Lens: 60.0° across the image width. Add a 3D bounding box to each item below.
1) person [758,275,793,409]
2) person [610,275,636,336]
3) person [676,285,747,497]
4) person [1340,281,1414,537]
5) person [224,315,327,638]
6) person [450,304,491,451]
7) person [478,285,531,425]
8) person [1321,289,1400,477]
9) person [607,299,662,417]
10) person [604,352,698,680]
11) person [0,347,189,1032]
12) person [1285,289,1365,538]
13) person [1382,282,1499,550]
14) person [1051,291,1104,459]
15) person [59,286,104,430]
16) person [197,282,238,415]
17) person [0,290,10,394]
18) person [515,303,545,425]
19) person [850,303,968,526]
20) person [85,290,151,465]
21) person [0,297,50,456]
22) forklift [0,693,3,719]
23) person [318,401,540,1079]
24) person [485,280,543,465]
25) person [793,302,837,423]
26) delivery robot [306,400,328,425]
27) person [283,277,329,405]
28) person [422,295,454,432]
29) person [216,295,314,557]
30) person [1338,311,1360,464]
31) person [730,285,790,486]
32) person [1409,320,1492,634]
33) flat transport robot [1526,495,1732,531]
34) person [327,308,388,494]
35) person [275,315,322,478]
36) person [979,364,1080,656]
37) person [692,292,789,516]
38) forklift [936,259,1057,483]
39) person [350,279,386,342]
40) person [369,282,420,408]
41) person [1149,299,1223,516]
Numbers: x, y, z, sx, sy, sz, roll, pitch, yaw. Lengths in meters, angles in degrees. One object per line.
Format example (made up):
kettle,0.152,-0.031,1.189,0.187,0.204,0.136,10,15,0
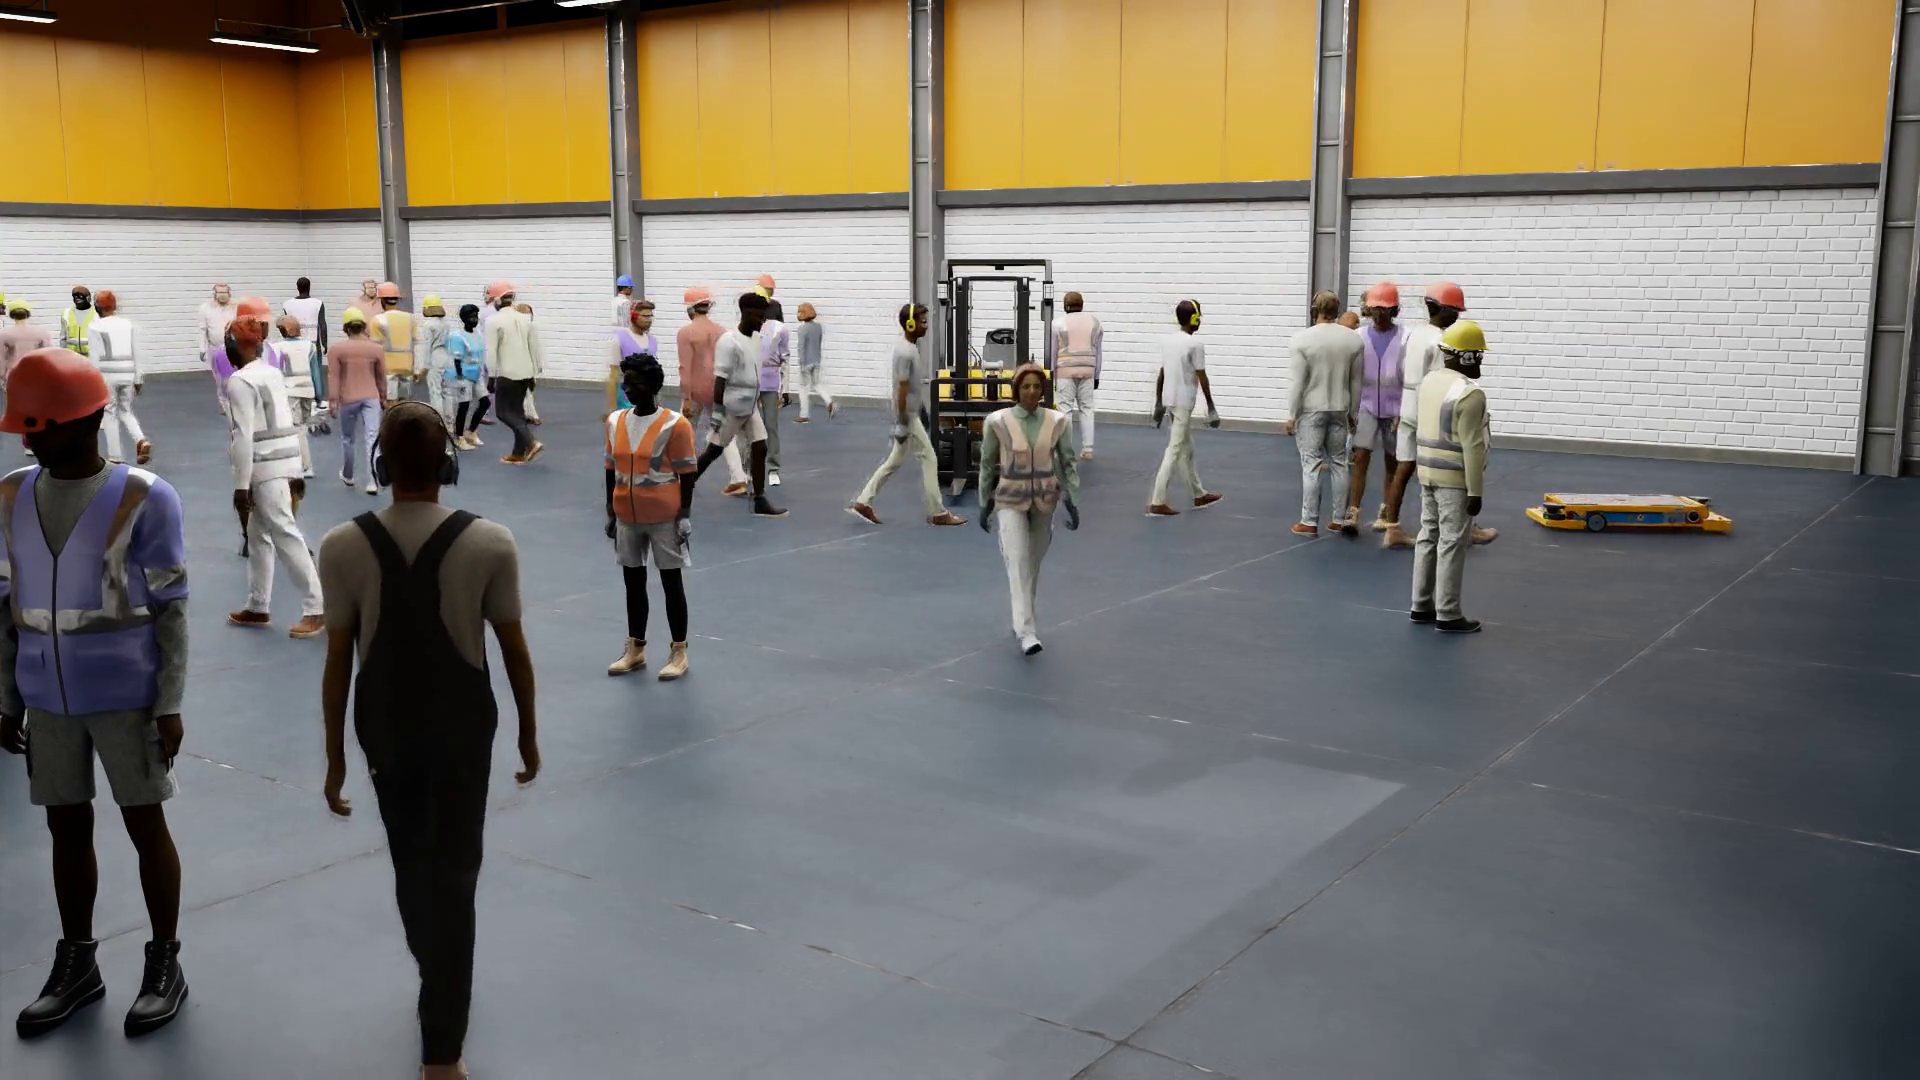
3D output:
person,-2.786,-2.895,24.385,1.008,1.936,0.647,8,12,40
person,-5.105,-3.054,25.330,0.395,1.943,0.616,-6,11,-32
person,-2.340,-1.364,15.301,1.048,1.942,0.651,9,13,42
person,3.259,-1.003,12.970,0.598,1.989,0.998,5,11,25
person,-4.004,-0.370,9.673,0.670,1.858,0.634,-1,10,-4
person,-5.591,-1.844,18.925,0.393,1.674,0.587,3,10,18
person,-6.015,-2.407,21.769,0.994,1.862,0.648,8,12,39
person,4.133,-1.572,16.703,1.005,1.893,0.632,4,10,25
person,-2.851,-1.207,14.695,0.483,1.817,0.598,5,11,26
person,-1.610,-0.120,8.598,0.540,1.695,0.317,4,10,22
person,-2.430,0.430,4.639,0.542,1.928,0.374,0,10,2
person,2.848,-0.984,13.033,0.635,1.936,0.355,-3,10,-15
person,3.603,-0.909,12.385,0.957,1.991,0.595,-3,10,-17
person,1.245,-1.786,18.136,0.624,1.836,0.431,-2,10,-14
person,-11.188,-2.325,21.300,0.633,1.843,0.429,-1,10,-9
person,-10.196,-2.622,23.033,0.649,1.858,0.992,-3,10,-18
person,-12.771,-2.409,22.044,0.897,1.799,0.597,-8,12,-39
person,-5.774,-2.328,22.022,0.717,1.609,0.509,5,11,28
person,-0.450,-1.014,13.547,0.939,1.834,0.533,-1,10,-5
person,-8.683,-1.641,17.155,0.495,1.866,0.600,5,11,27
person,-10.376,-1.809,18.466,0.546,1.751,0.449,-7,12,-34
forklift,-5.296,-0.090,6.943,1.214,2.155,2.313,7,12,35
person,-1.423,0.527,4.482,0.536,1.797,0.987,-2,10,-9
person,-4.686,-1.745,17.497,0.648,1.967,0.648,5,11,28
person,-1.949,-2.351,22.111,0.555,1.614,0.509,7,12,35
delivery robot,-8.211,-1.609,20.583,0.707,0.478,0.477,1,10,5
person,-9.695,-2.932,24.689,0.592,1.919,0.392,-2,10,-9
person,-6.576,-2.199,20.863,0.309,1.739,0.484,2,10,14
person,-4.987,-0.787,11.938,0.743,1.911,0.555,7,12,35
person,4.118,-1.619,17.717,0.507,1.632,0.265,6,11,31
person,-1.933,-1.478,16.000,0.594,1.926,0.367,0,10,1
person,2.869,-0.363,9.681,0.403,1.826,0.596,-2,10,-14
flat transport robot,5.414,-0.233,13.513,1.431,0.197,0.652,1,10,5
person,-5.636,-1.305,15.560,0.546,1.715,0.920,-5,11,-30
person,-6.696,-1.431,16.625,0.691,1.610,0.539,7,12,35
person,0.396,-0.172,9.192,0.540,1.587,0.848,-2,10,-13
person,-1.967,-1.138,14.059,0.940,1.917,0.652,4,10,25
forklift,0.370,-1.738,16.759,1.214,2.155,2.313,1,10,3
person,-9.057,-3.083,25.707,0.675,1.877,0.789,-5,11,-27
person,-6.346,-1.909,18.569,0.496,1.924,0.568,8,13,40
person,1.974,-1.122,14.163,0.914,1.828,0.518,-5,11,-25
